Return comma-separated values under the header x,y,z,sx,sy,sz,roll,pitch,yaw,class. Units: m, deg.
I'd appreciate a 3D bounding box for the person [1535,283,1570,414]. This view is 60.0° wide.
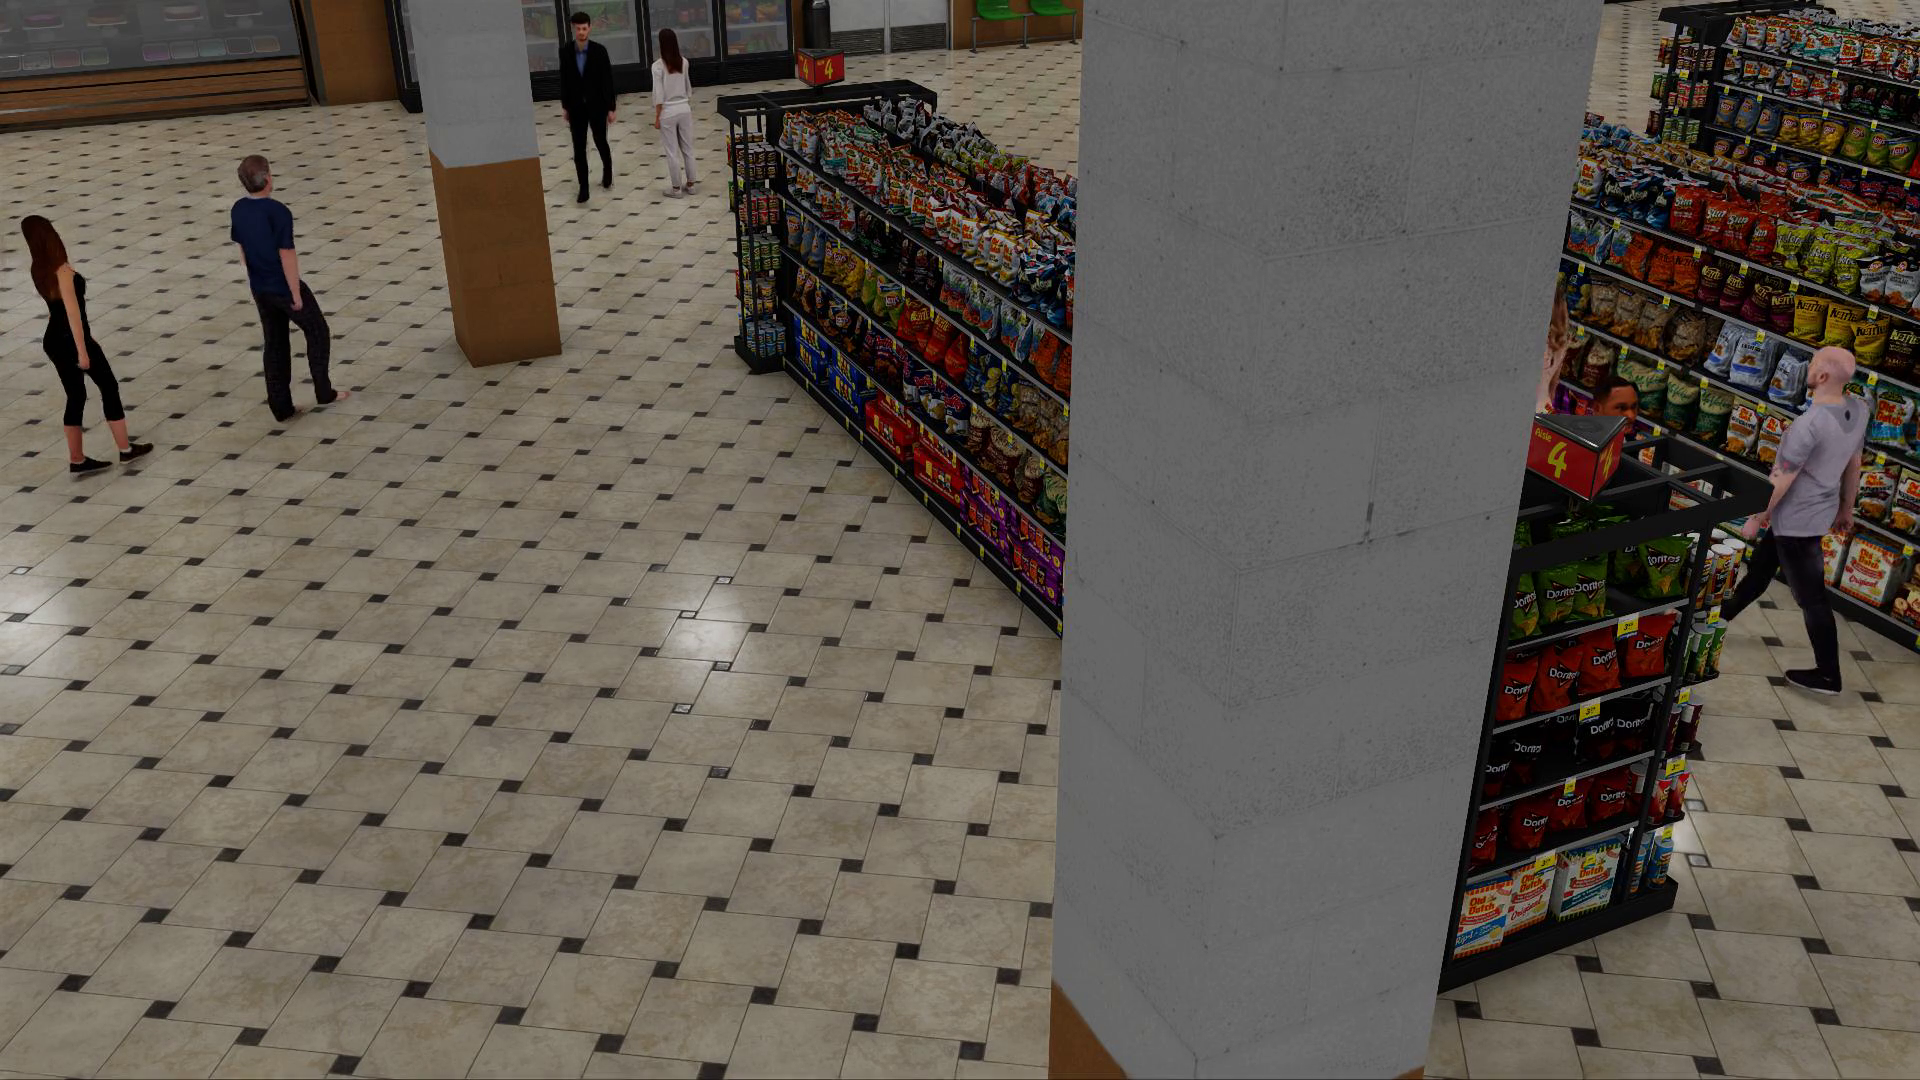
x,y,z,sx,sy,sz,roll,pitch,yaw,class
3.247,-0.548,9.320,0.628,1.809,1.034,-15,31,-27,person

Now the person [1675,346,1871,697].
x,y,z,sx,sy,sz,roll,pitch,yaw,class
4.312,-0.051,8.371,0.845,1.780,1.281,-18,32,-32,person

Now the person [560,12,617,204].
x,y,z,sx,sy,sz,roll,pitch,yaw,class
-3.751,-4.405,16.884,1.052,1.847,1.304,0,27,-1,person

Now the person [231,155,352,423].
x,y,z,sx,sy,sz,roll,pitch,yaw,class
-4.793,-1.696,11.537,0.902,1.852,0.962,9,28,17,person

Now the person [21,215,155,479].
x,y,z,sx,sy,sz,roll,pitch,yaw,class
-5.792,-1.211,10.772,0.885,1.677,0.928,21,34,35,person

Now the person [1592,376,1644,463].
x,y,z,sx,sy,sz,roll,pitch,yaw,class
2.928,0.122,7.876,0.672,1.919,0.556,-12,29,-22,person

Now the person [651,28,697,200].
x,y,z,sx,sy,sz,roll,pitch,yaw,class
-2.913,-4.347,16.944,0.663,1.688,0.642,-24,36,-39,person
